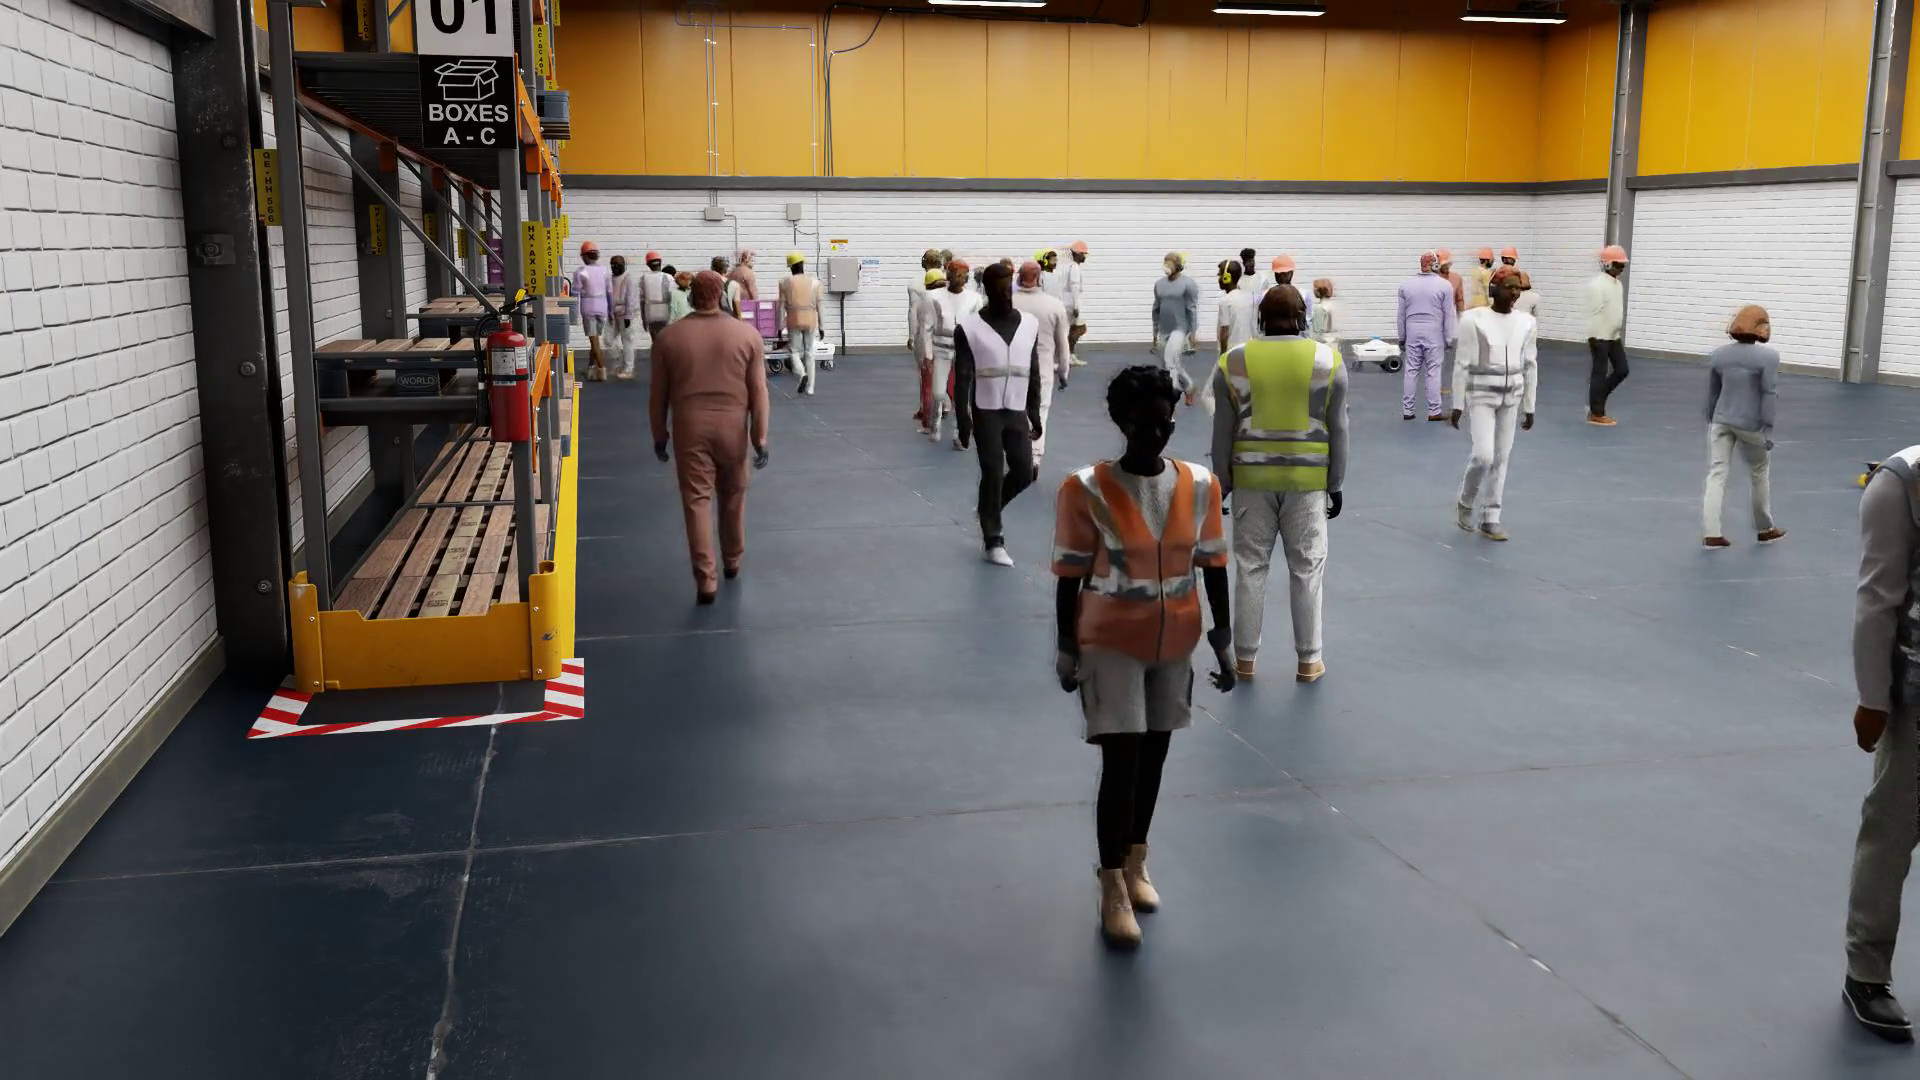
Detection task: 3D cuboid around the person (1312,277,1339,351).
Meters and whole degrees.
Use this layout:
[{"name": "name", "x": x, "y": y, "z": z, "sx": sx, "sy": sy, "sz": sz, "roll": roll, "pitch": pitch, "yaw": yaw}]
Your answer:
[{"name": "person", "x": 4.024, "y": -2.095, "z": 18.466, "sx": 0.390, "sy": 1.620, "sz": 0.538, "roll": 6, "pitch": 12, "yaw": 28}]

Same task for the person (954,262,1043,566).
[{"name": "person", "x": 0.222, "y": -0.804, "z": 10.551, "sx": 0.611, "sy": 1.898, "sz": 0.541, "roll": -6, "pitch": 12, "yaw": -29}]

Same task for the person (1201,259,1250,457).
[{"name": "person", "x": 2.490, "y": -1.678, "z": 15.513, "sx": 0.428, "sy": 1.854, "sz": 0.513, "roll": 9, "pitch": 14, "yaw": 42}]

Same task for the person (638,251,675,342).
[{"name": "person", "x": -4.275, "y": -3.138, "z": 23.525, "sx": 0.589, "sy": 1.893, "sz": 0.604, "roll": 2, "pitch": 10, "yaw": 10}]

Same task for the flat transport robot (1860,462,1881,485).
[{"name": "flat transport robot", "x": 7.866, "y": -0.441, "z": 13.056, "sx": 0.652, "sy": 0.197, "sz": 1.431, "roll": -2, "pitch": 10, "yaw": -11}]

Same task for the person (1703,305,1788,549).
[{"name": "person", "x": 5.241, "y": -0.749, "z": 11.037, "sx": 0.752, "sy": 1.600, "sz": 0.523, "roll": -7, "pitch": 12, "yaw": -33}]

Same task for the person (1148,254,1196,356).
[{"name": "person", "x": 3.759, "y": -4.106, "z": 29.138, "sx": 0.903, "sy": 1.786, "sz": 0.636, "roll": -4, "pitch": 11, "yaw": -23}]

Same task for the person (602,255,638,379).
[{"name": "person", "x": -5.013, "y": -3.275, "z": 24.492, "sx": 0.621, "sy": 1.815, "sz": 0.482, "roll": 7, "pitch": 12, "yaw": 33}]

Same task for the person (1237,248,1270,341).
[{"name": "person", "x": 3.979, "y": -3.038, "z": 22.841, "sx": 0.663, "sy": 1.935, "sz": 0.459, "roll": -1, "pitch": 10, "yaw": -7}]

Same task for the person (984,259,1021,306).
[{"name": "person", "x": 0.607, "y": -2.954, "z": 22.798, "sx": 0.560, "sy": 1.784, "sz": 1.008, "roll": 1, "pitch": 10, "yaw": 8}]

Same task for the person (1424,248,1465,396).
[{"name": "person", "x": 6.286, "y": -2.851, "z": 21.860, "sx": 0.688, "sy": 1.930, "sz": 0.748, "roll": -4, "pitch": 11, "yaw": -23}]

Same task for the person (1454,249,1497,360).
[{"name": "person", "x": 8.832, "y": -3.949, "z": 28.034, "sx": 1.004, "sy": 1.882, "sz": 0.572, "roll": 0, "pitch": 10, "yaw": 1}]

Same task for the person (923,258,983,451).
[{"name": "person", "x": -0.078, "y": -1.810, "z": 16.234, "sx": 0.600, "sy": 1.861, "sz": 0.607, "roll": -2, "pitch": 10, "yaw": -9}]

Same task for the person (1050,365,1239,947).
[{"name": "person", "x": 0.566, "y": 0.335, "z": 4.868, "sx": 0.538, "sy": 1.677, "sz": 0.630, "roll": -4, "pitch": 11, "yaw": -20}]

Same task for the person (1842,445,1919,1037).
[{"name": "person", "x": 2.573, "y": 0.368, "z": 4.241, "sx": 0.596, "sy": 1.831, "sz": 0.403, "roll": -1, "pitch": 10, "yaw": -5}]

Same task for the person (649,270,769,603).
[{"name": "person", "x": -1.449, "y": -0.619, "z": 9.627, "sx": 0.676, "sy": 1.853, "sz": 0.975, "roll": -1, "pitch": 10, "yaw": -8}]

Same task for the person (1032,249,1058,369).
[{"name": "person", "x": 1.235, "y": -3.617, "z": 26.172, "sx": 0.959, "sy": 1.875, "sz": 0.618, "roll": 1, "pitch": 10, "yaw": 6}]

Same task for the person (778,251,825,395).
[{"name": "person", "x": -2.069, "y": -2.828, "z": 21.771, "sx": 0.632, "sy": 1.897, "sz": 0.517, "roll": -4, "pitch": 11, "yaw": -19}]

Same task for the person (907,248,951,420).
[{"name": "person", "x": -0.312, "y": -2.326, "z": 18.872, "sx": 0.635, "sy": 1.938, "sz": 0.361, "roll": -5, "pitch": 11, "yaw": -27}]

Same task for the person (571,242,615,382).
[{"name": "person", "x": -5.373, "y": -3.303, "z": 24.092, "sx": 0.913, "sy": 1.999, "sz": 0.611, "roll": 10, "pitch": 14, "yaw": 43}]

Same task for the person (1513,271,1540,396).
[{"name": "person", "x": 7.249, "y": -2.661, "z": 21.569, "sx": 0.500, "sy": 1.636, "sz": 0.280, "roll": 1, "pitch": 10, "yaw": 3}]

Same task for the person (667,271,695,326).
[{"name": "person", "x": -3.941, "y": -2.943, "z": 23.178, "sx": 0.454, "sy": 1.610, "sz": 0.566, "roll": 5, "pitch": 11, "yaw": 24}]

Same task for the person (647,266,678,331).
[{"name": "person", "x": -4.310, "y": -3.188, "z": 24.441, "sx": 0.551, "sy": 1.656, "sz": 0.834, "roll": -1, "pitch": 10, "yaw": -3}]

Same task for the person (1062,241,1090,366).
[{"name": "person", "x": 1.876, "y": -3.792, "z": 26.791, "sx": 0.463, "sy": 2.016, "sz": 0.621, "roll": -1, "pitch": 10, "yaw": -8}]

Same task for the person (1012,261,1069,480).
[{"name": "person", "x": 0.603, "y": -1.453, "z": 14.291, "sx": 0.661, "sy": 1.869, "sz": 0.959, "roll": 1, "pitch": 10, "yaw": 8}]

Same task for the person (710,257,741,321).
[{"name": "person", "x": -3.111, "y": -2.756, "z": 21.600, "sx": 0.519, "sy": 1.817, "sz": 0.624, "roll": -3, "pitch": 11, "yaw": -18}]

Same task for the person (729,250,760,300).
[{"name": "person", "x": -3.391, "y": -3.721, "z": 26.815, "sx": 0.733, "sy": 1.863, "sz": 0.700, "roll": -7, "pitch": 12, "yaw": -32}]

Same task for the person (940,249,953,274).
[{"name": "person", "x": -0.261, "y": -3.729, "z": 26.797, "sx": 0.992, "sy": 1.885, "sz": 0.658, "roll": -3, "pitch": 11, "yaw": -18}]

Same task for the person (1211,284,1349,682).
[{"name": "person", "x": 1.473, "y": -0.255, "z": 7.689, "sx": 0.621, "sy": 1.838, "sz": 0.429, "roll": 2, "pitch": 10, "yaw": 12}]

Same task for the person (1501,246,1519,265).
[{"name": "person", "x": 8.526, "y": -3.612, "z": 26.013, "sx": 0.357, "sy": 1.932, "sz": 0.553, "roll": 3, "pitch": 11, "yaw": 18}]

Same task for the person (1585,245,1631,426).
[{"name": "person", "x": 7.111, "y": -2.238, "z": 18.275, "sx": 0.628, "sy": 1.979, "sz": 0.428, "roll": -9, "pitch": 13, "yaw": -39}]

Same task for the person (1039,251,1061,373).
[{"name": "person", "x": 1.365, "y": -3.461, "z": 25.359, "sx": 0.507, "sy": 1.871, "sz": 0.329, "roll": -10, "pitch": 14, "yaw": -43}]

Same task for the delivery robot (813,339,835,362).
[{"name": "delivery robot", "x": -2.313, "y": -2.944, "z": 25.878, "sx": 0.707, "sy": 0.478, "sz": 0.477, "roll": -5, "pitch": 11, "yaw": -27}]

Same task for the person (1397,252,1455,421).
[{"name": "person", "x": 5.283, "y": -2.301, "z": 18.836, "sx": 0.650, "sy": 1.904, "sz": 0.401, "roll": 7, "pitch": 13, "yaw": 35}]

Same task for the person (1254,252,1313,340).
[{"name": "person", "x": 3.126, "y": -1.816, "z": 16.101, "sx": 0.561, "sy": 1.918, "sz": 0.464, "roll": 2, "pitch": 10, "yaw": 12}]

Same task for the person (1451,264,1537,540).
[{"name": "person", "x": 3.634, "y": -0.924, "z": 11.289, "sx": 0.610, "sy": 1.872, "sz": 0.413, "roll": -2, "pitch": 11, "yaw": -13}]

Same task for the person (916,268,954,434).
[{"name": "person", "x": -0.201, "y": -1.941, "z": 17.263, "sx": 0.524, "sy": 1.744, "sz": 0.715, "roll": -5, "pitch": 11, "yaw": -26}]

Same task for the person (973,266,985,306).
[{"name": "person", "x": 0.314, "y": -3.449, "z": 25.958, "sx": 0.440, "sy": 1.618, "sz": 0.531, "roll": -3, "pitch": 11, "yaw": -14}]

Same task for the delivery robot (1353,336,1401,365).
[{"name": "delivery robot", "x": 6.443, "y": -2.917, "z": 25.725, "sx": 0.707, "sy": 0.478, "sz": 0.477, "roll": 1, "pitch": 10, "yaw": 4}]

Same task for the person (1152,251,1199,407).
[{"name": "person", "x": 2.584, "y": -2.467, "z": 19.754, "sx": 0.848, "sy": 1.916, "sz": 0.637, "roll": -9, "pitch": 14, "yaw": -41}]
